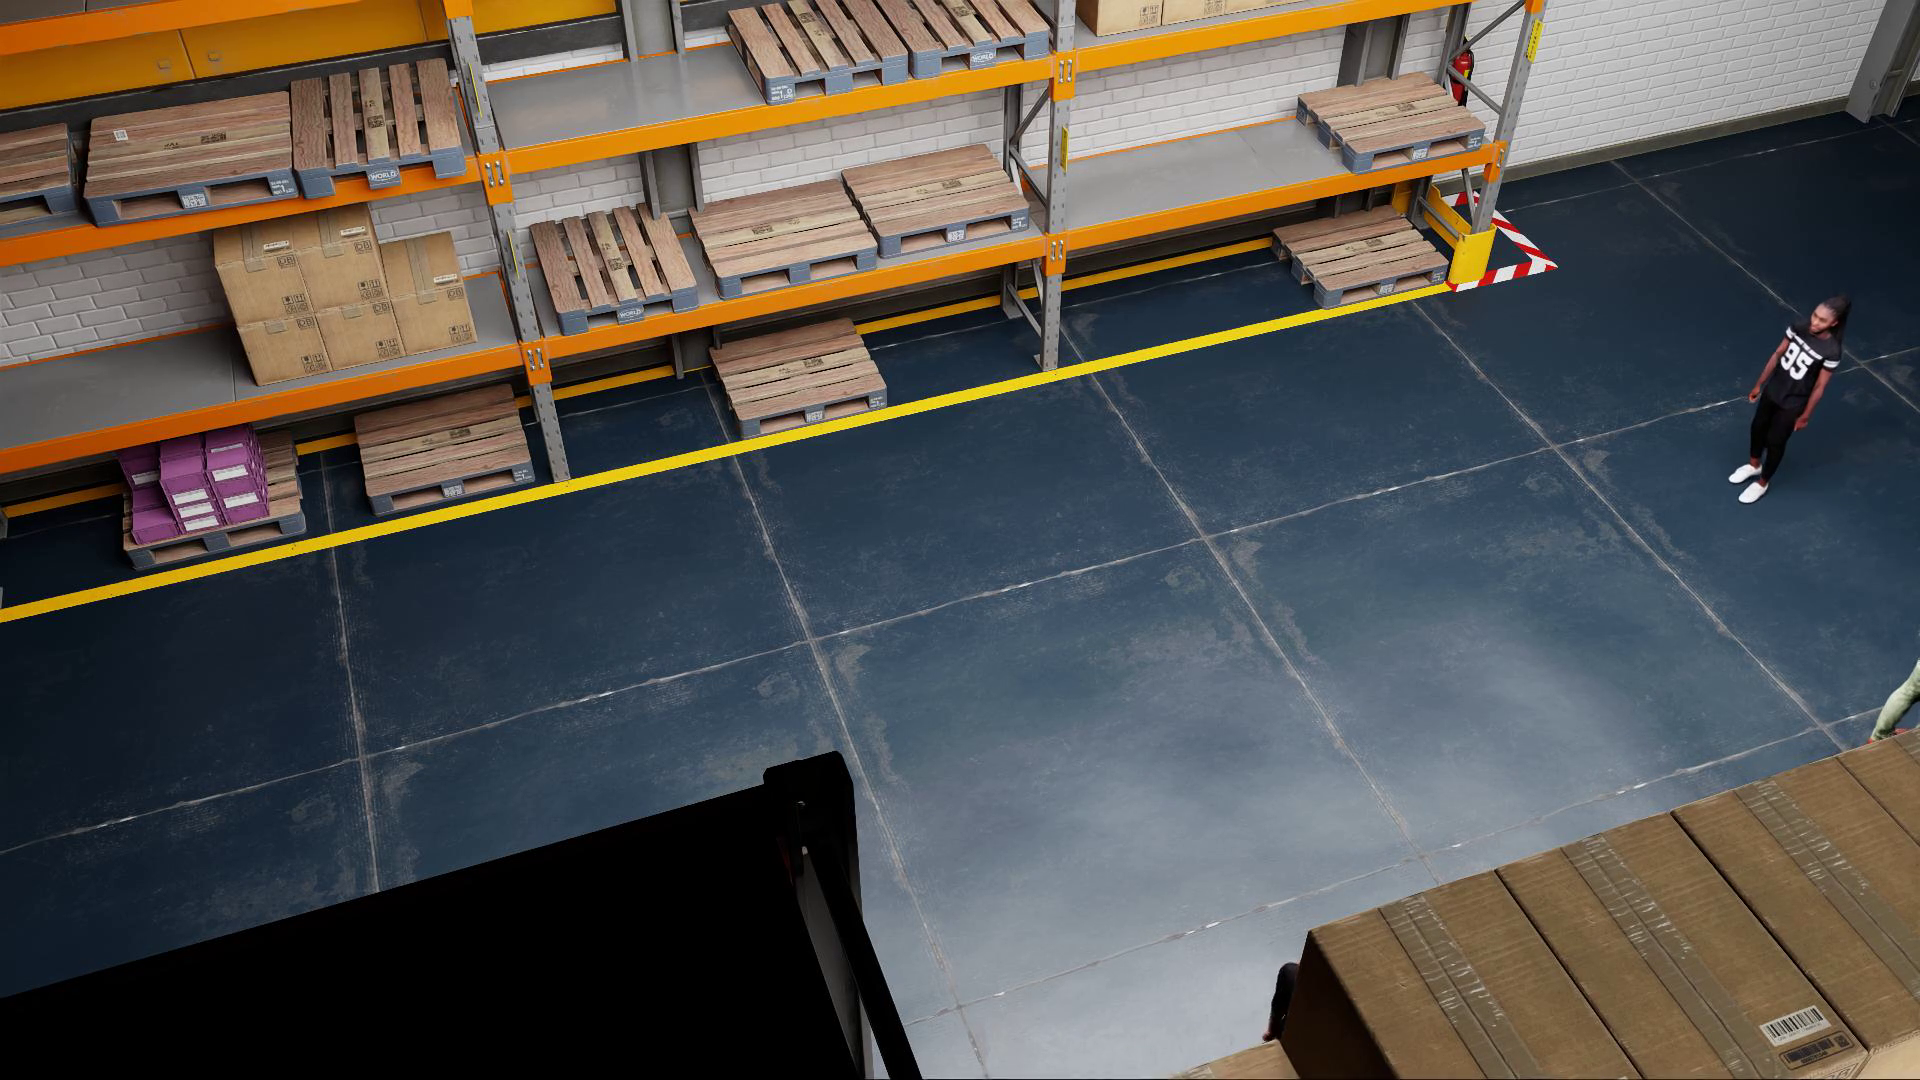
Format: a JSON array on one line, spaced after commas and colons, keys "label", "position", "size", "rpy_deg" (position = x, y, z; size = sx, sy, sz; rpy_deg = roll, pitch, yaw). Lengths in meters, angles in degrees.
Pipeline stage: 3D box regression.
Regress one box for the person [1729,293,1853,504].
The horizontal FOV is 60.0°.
[{"label": "person", "position": [5.989, -1.053, 12.007], "size": [0.611, 1.726, 0.624], "rpy_deg": [-17, 46, -17]}]
